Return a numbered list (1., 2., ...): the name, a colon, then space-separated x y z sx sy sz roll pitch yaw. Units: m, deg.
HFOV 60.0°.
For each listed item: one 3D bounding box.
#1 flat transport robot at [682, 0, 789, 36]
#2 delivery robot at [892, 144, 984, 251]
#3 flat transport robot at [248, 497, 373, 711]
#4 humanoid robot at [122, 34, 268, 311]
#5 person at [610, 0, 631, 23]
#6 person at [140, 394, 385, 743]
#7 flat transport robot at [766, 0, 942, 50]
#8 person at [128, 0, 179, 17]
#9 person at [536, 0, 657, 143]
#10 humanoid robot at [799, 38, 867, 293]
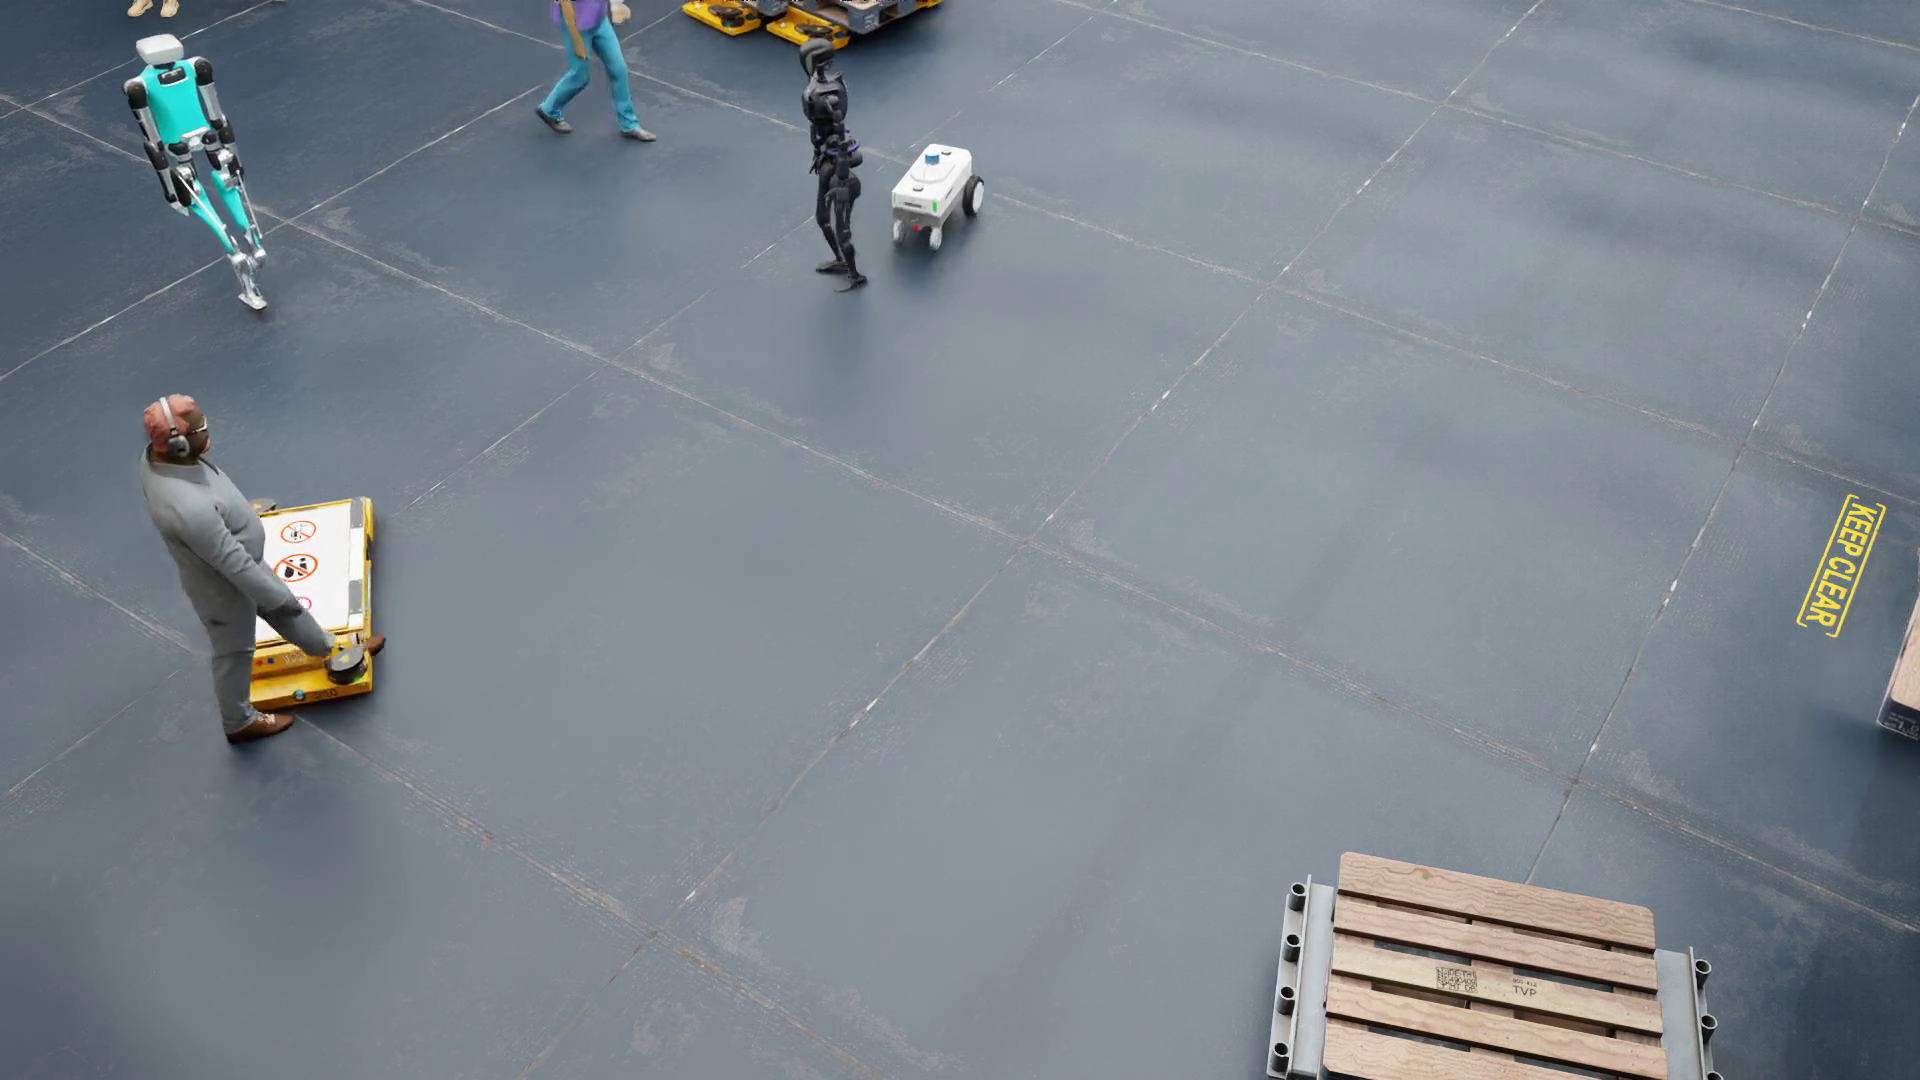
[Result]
1. flat transport robot: -1.569 -4.614 13.942 0.659 0.231 1.431 34 52 32
2. delivery robot: -0.180 -2.354 11.203 0.499 0.600 0.802 14 44 15
3. flat transport robot: -3.349 0.273 8.474 0.659 0.231 1.431 -10 43 -11
4. humanoid robot: -4.478 -2.116 10.066 0.841 1.792 0.542 29 49 29
5. person: -2.855 -5.190 13.432 0.483 1.828 0.920 2 42 3
6. person: -3.146 0.116 7.450 0.849 1.874 0.650 -18 45 -19
7. flat transport robot: -0.851 -4.395 13.698 0.659 0.231 1.431 31 50 30
8. person: -6.706 -5.070 13.343 0.483 1.748 0.320 3 42 3
9. person: -2.686 -3.657 11.719 0.842 1.809 0.583 14 44 15
10. humanoid robot: -0.784 -2.324 10.322 0.311 1.647 0.609 -15 44 -17
